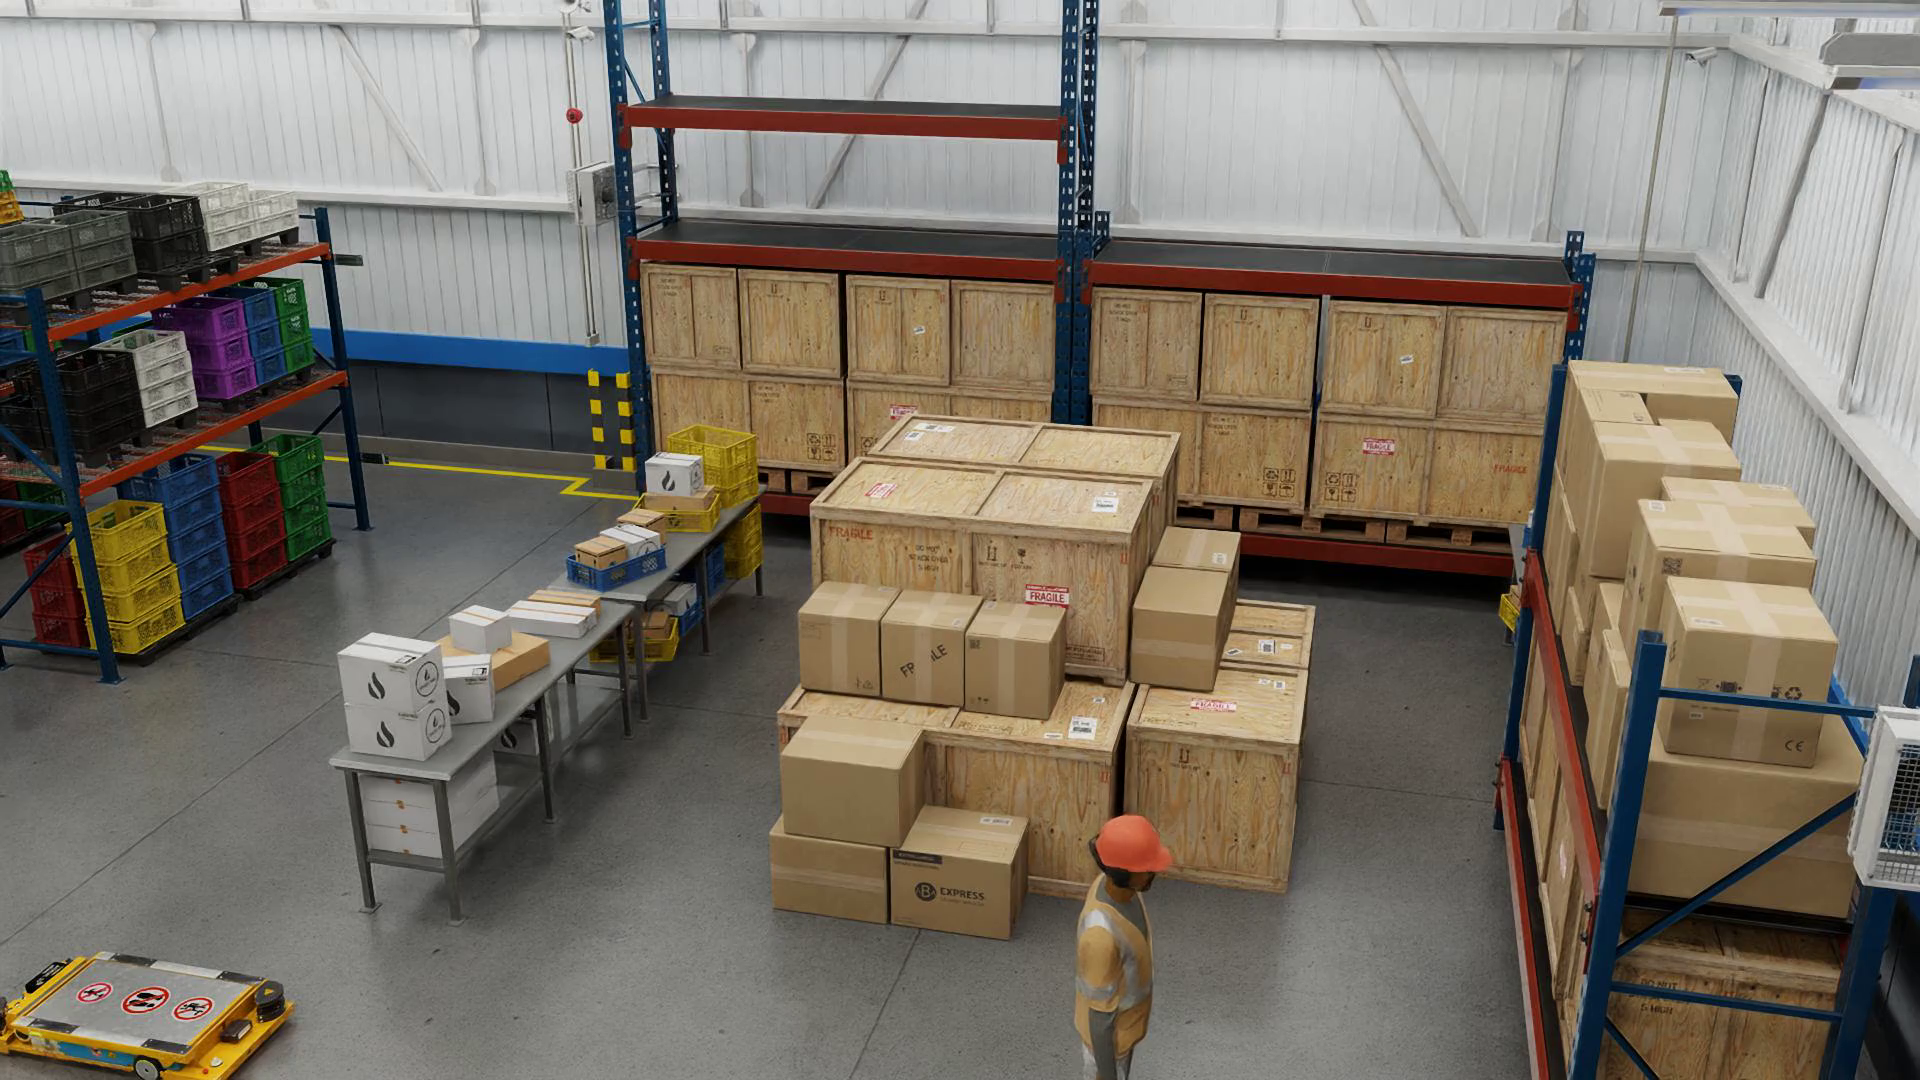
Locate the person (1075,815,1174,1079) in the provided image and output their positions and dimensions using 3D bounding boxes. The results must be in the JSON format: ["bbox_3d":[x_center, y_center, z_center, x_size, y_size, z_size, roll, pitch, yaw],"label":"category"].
[{"bbox_3d":[0.687,2.080,7.125,0.381,2.040,0.615,5,21,13],"label":"person"}]

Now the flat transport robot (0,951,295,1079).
[{"bbox_3d":[-4.270,2.464,8.601,1.431,0.231,0.659,5,22,13],"label":"flat transport robot"}]
